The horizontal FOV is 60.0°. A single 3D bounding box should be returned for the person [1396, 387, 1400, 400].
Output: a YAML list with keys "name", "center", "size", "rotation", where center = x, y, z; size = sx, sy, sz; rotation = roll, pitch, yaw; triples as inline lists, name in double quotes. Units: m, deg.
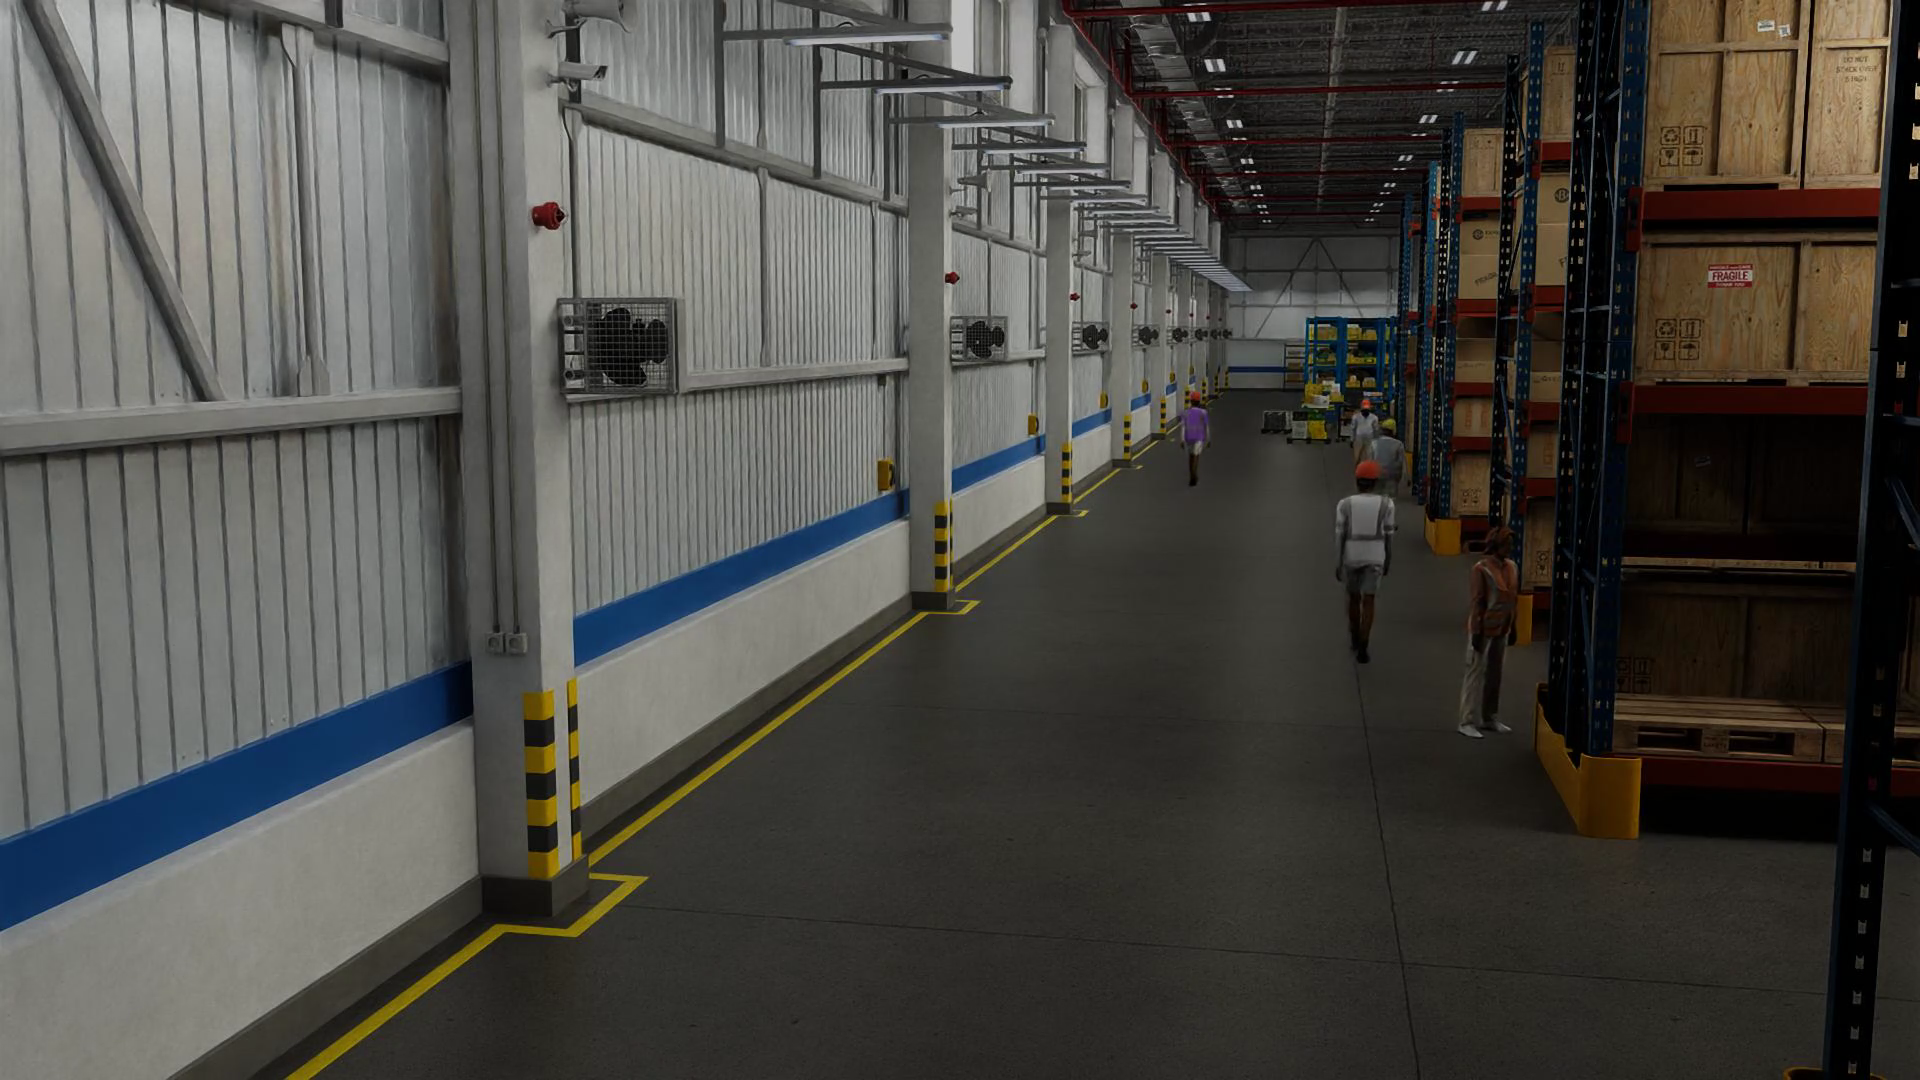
- name: "person"
  center: [12.428, -3.599, 46.765]
  size: [0.345, 1.735, 0.485]
  rotation: [-6, 9, -38]

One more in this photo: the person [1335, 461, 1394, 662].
- name: "person"
  center: [3.856, 0.189, 15.886]
  size: [0.539, 1.880, 1.021]
  rotation: [2, 7, 18]

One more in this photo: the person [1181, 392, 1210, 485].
- name: "person"
  center: [4.772, -2.055, 33.824]
  size: [0.552, 1.893, 1.007]
  rotation: [3, 8, 19]

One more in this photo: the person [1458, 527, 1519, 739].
- name: "person"
  center: [4.073, 0.706, 12.737]
  size: [0.529, 1.627, 0.322]
  rotation: [-5, 9, -35]

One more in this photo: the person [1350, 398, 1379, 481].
- name: "person"
  center: [8.385, -2.066, 34.475]
  size: [0.574, 1.728, 0.383]
  rotation: [2, 7, 13]

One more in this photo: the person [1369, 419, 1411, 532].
- name: "person"
  center: [6.542, -0.961, 25.426]
  size: [0.880, 1.790, 0.595]
  rotation: [-7, 10, -44]
